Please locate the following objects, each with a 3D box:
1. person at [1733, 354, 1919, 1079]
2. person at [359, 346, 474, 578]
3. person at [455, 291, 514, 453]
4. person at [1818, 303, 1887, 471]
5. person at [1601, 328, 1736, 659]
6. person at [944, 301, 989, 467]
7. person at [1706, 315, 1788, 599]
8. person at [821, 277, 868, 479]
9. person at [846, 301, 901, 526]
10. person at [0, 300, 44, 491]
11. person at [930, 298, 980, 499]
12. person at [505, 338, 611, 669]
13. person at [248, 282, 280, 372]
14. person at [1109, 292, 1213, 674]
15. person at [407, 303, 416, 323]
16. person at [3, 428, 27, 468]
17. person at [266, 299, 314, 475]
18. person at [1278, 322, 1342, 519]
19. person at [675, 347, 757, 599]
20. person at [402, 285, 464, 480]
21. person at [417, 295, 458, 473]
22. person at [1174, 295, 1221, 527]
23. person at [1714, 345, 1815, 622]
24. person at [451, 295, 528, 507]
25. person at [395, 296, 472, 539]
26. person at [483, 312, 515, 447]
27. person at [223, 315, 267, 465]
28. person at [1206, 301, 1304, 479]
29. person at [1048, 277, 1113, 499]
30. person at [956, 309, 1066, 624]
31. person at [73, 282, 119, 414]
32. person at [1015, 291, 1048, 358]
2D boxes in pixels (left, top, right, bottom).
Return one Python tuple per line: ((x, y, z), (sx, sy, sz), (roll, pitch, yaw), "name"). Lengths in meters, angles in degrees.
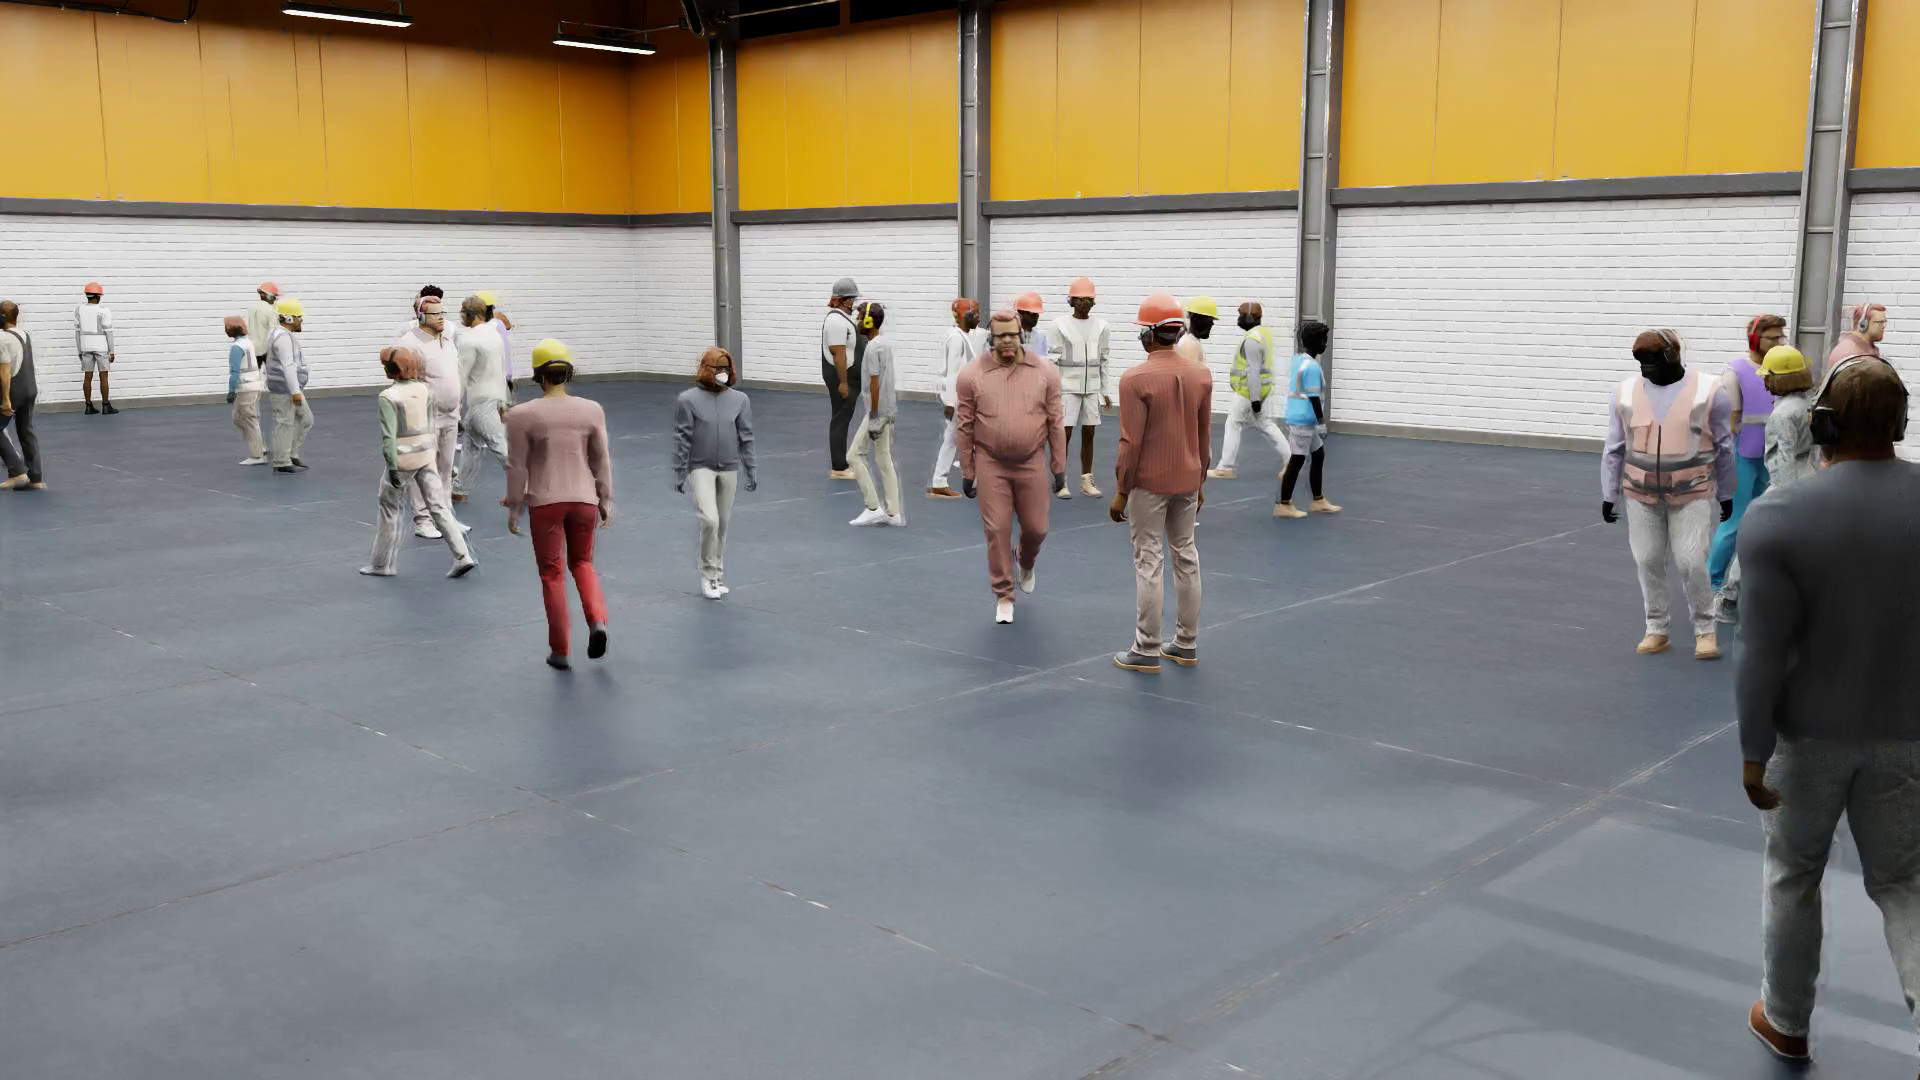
((2.256, 0.500, 4.143), (0.637, 1.915, 0.816), (1, 9, 8), "person")
((-3.731, -0.525, 11.369), (0.850, 1.602, 0.505), (4, 10, 25), "person")
((-5.241, -1.829, 18.542), (0.970, 1.868, 0.595), (-1, 9, -7), "person")
((6.886, -0.869, 12.707), (0.975, 1.857, 0.664), (8, 12, 40), "person")
((3.838, -0.248, 9.066), (0.651, 1.804, 0.470), (7, 11, 36), "person")
((0.085, -1.601, 17.349), (0.553, 1.814, 0.959), (-2, 10, -13), "person")
((4.945, -0.482, 10.412), (0.621, 1.838, 0.407), (-6, 11, -33), "person")
((-1.133, -1.643, 16.886), (0.536, 2.000, 0.687), (0, 9, -2), "person")
((-0.730, -1.024, 13.669), (0.566, 1.849, 0.549), (2, 9, 12), "person")
((-9.017, -1.360, 15.796), (0.498, 1.825, 0.535), (0, 9, 2), "person")
((0.130, -1.280, 15.260), (0.905, 1.847, 0.605), (1, 9, 5), "person")
((-2.124, -0.185, 8.829), (0.539, 1.755, 0.421), (-6, 11, -32), "person")
((-9.967, -2.722, 23.861), (0.818, 1.939, 0.568), (5, 11, 30), "person")
((1.054, -0.297, 8.766), (0.610, 1.996, 0.378), (-6, 11, -33), "person")
((-7.674, -2.603, 23.821), (0.531, 1.697, 0.322), (3, 10, 16), "person")
((-10.424, -1.626, 17.587), (0.963, 1.785, 0.609), (-4, 10, -24), "person")
((-6.889, -1.569, 17.118), (0.444, 1.814, 0.616), (-3, 10, -16), "person")
((3.019, -0.995, 14.029), (0.701, 1.667, 0.546), (0, 9, 1), "person")
((-1.547, -0.426, 10.697), (0.521, 1.610, 0.575), (-6, 11, -31), "person")
((-5.241, -1.553, 16.569), (0.370, 1.963, 0.608), (9, 13, 43), "person")
((-5.362, -1.582, 16.985), (0.745, 1.884, 0.581), (-3, 10, -19), "person")
((1.890, -1.053, 13.684), (0.476, 1.901, 0.633), (2, 9, 12), "person")
((4.806, -0.289, 9.680), (0.503, 1.678, 0.949), (-7, 12, -38), "person")
((-4.276, -1.225, 14.814), (1.014, 1.885, 0.646), (1, 9, 5), "person")
((-4.164, -0.976, 13.212), (0.409, 1.908, 0.639), (3, 10, 19), "person")
((-5.372, -1.905, 19.802), (0.598, 1.619, 0.508), (-4, 10, -24), "person")
((-7.708, -1.602, 17.904), (0.370, 1.619, 0.506), (-2, 10, -14), "person")
((2.996, -1.497, 16.733), (0.941, 1.809, 0.617), (4, 10, 24), "person")
((1.116, -1.385, 15.351), (0.621, 2.043, 0.403), (-3, 10, -20), "person")
((0.305, -0.463, 10.133), (0.674, 1.879, 0.677), (0, 9, -2), "person")
((-12.600, -2.791, 24.276), (0.542, 1.929, 0.383), (0, 9, -1), "person")
((0.592, -1.297, 15.136), (0.537, 1.919, 0.456), (-8, 13, -42), "person")
